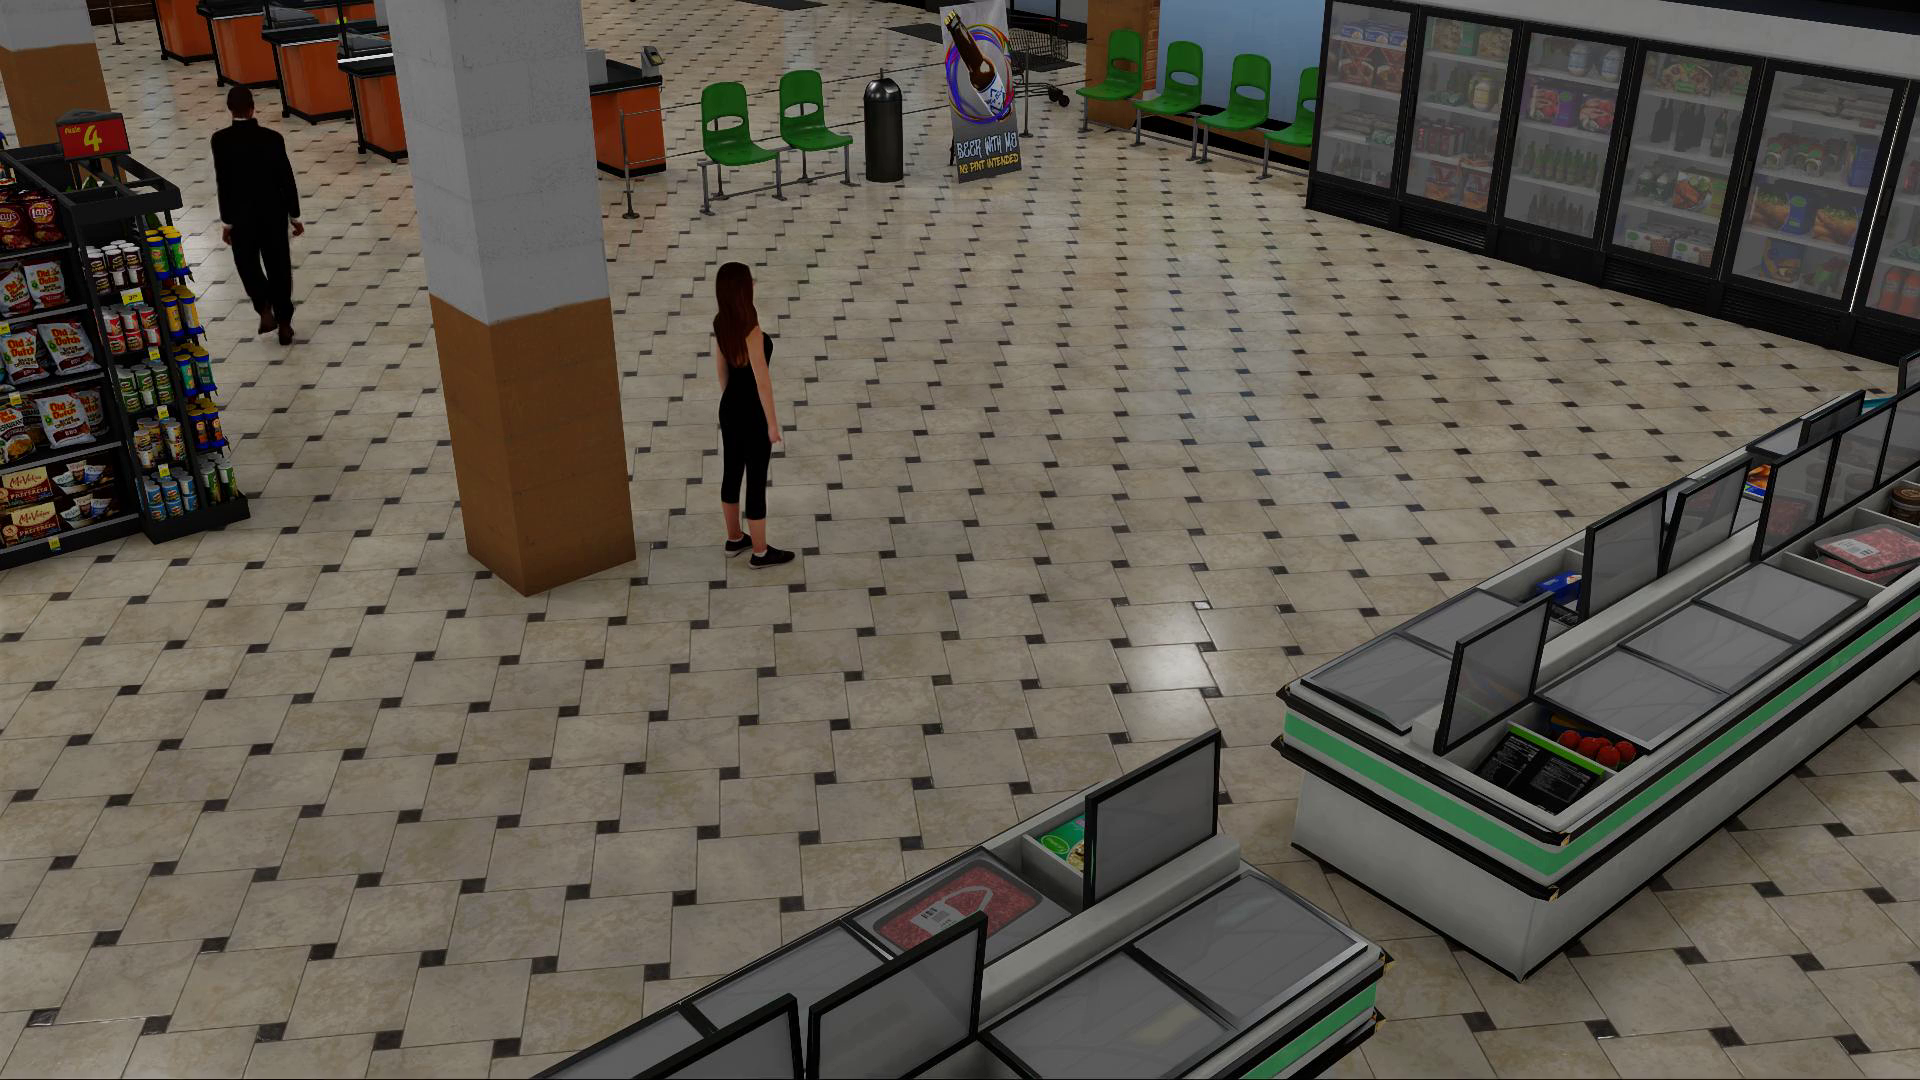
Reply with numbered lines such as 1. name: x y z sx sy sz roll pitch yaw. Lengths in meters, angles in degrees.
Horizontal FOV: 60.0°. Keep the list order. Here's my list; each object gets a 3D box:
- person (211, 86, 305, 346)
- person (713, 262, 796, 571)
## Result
1. person: -5.109 -2.322 12.142 0.726 1.891 0.869 -12 29 -22
2. person: -1.180 -0.679 9.084 0.505 1.726 0.569 -22 34 -36
